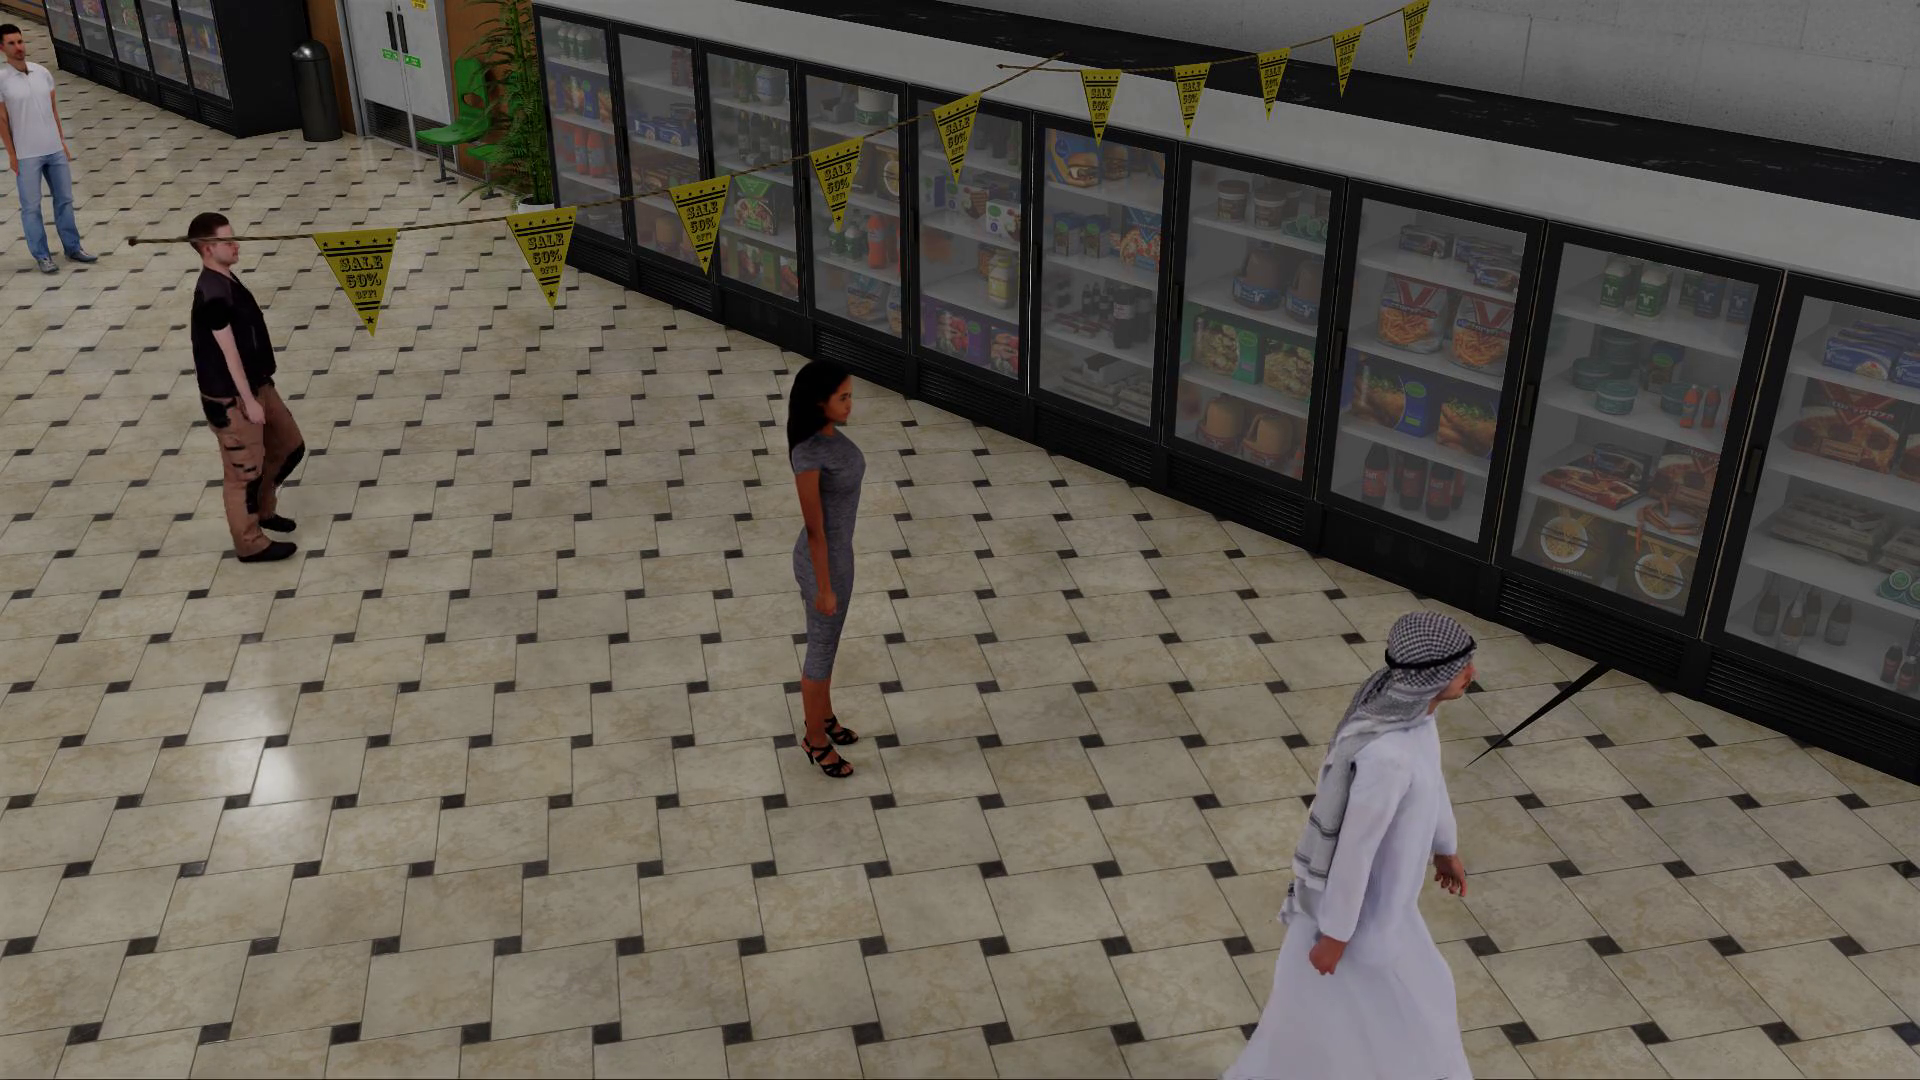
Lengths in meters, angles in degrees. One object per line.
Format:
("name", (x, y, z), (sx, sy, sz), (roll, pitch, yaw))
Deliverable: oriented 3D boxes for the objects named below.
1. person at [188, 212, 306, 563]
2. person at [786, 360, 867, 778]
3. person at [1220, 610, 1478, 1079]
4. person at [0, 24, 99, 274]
("person", (-3.729, -0.741, 8.373), (0.825, 1.830, 0.796), (-5, 27, -10))
("person", (-0.554, 0.121, 6.728), (0.724, 1.780, 0.645), (3, 27, 5))
("person", (1.077, 1.024, 4.830), (1.136, 1.888, 1.222), (6, 28, 12))
("person", (-7.138, -3.031, 12.849), (0.773, 1.866, 0.572), (17, 32, 30))
